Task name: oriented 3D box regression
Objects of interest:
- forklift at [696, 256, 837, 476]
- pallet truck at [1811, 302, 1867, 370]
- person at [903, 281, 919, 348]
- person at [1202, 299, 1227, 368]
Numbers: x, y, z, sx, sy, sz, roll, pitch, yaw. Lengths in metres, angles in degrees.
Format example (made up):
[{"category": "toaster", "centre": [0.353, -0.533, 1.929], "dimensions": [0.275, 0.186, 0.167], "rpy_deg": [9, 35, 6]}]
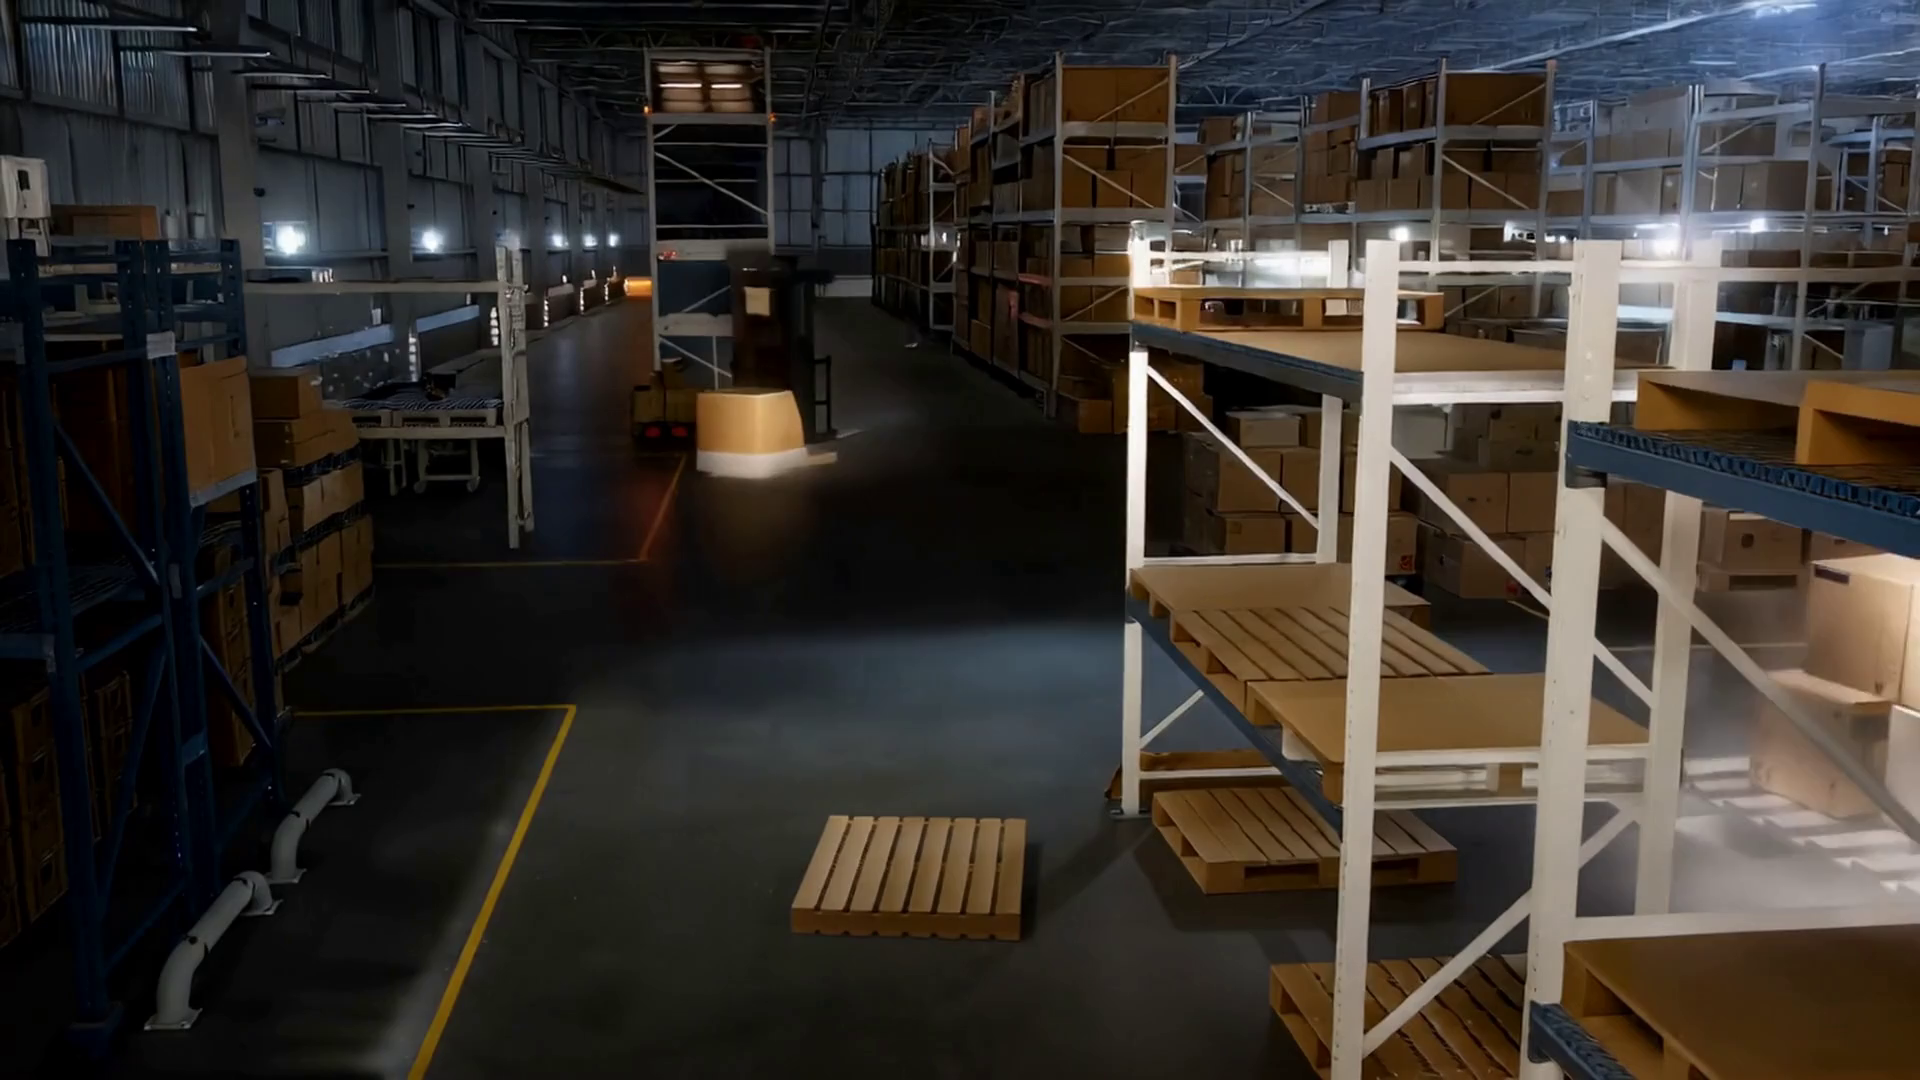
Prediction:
[{"category": "forklift", "centre": [-2.578, -2.340, 21.898], "dimensions": [1.129, 2.768, 1.873], "rpy_deg": [5, 11, 25]}, {"category": "pallet truck", "centre": [15.846, -3.142, 28.793], "dimensions": [1.885, 1.965, 0.823], "rpy_deg": [2, 10, 12]}, {"category": "person", "centre": [-1.386, -6.354, 46.864], "dimensions": [0.427, 1.894, 0.681], "rpy_deg": [2, 10, 11]}, {"category": "person", "centre": [6.066, -4.999, 39.656], "dimensions": [0.643, 1.796, 0.958], "rpy_deg": [-1, 10, -6]}]
